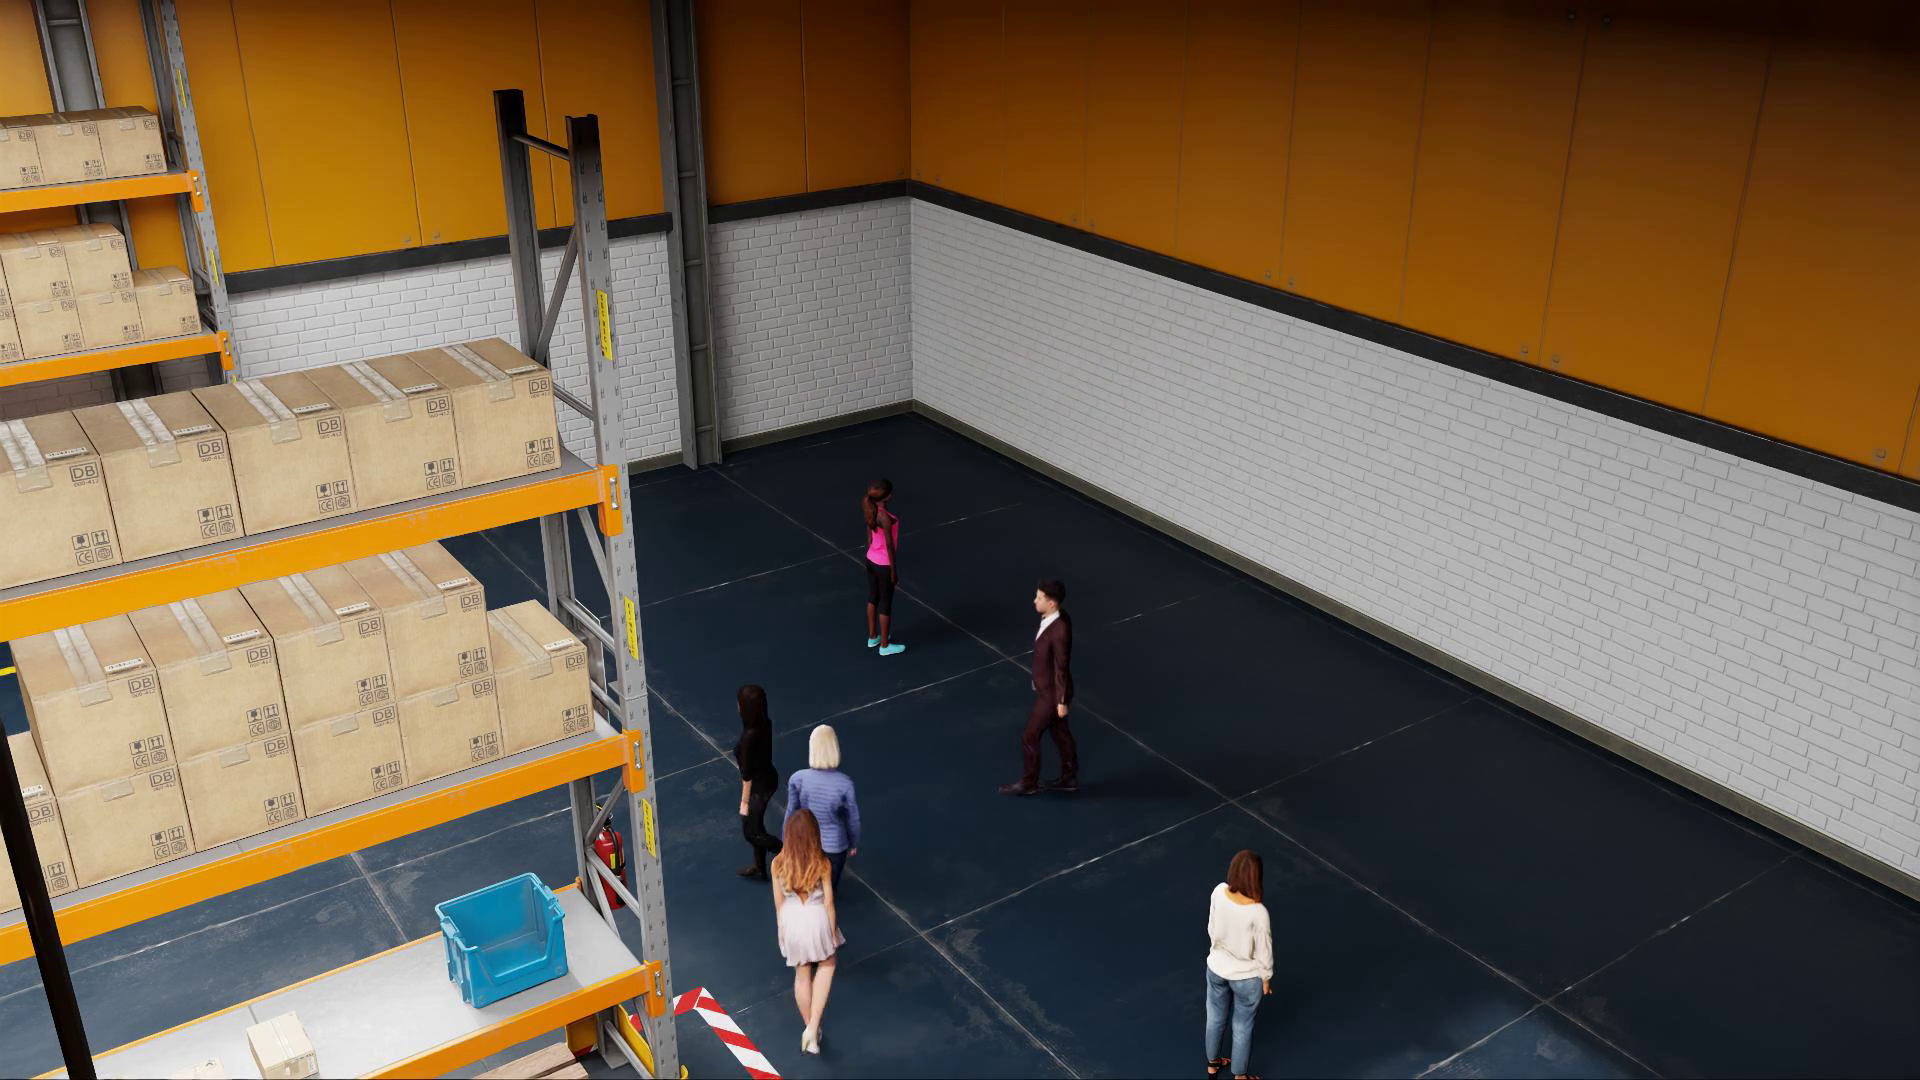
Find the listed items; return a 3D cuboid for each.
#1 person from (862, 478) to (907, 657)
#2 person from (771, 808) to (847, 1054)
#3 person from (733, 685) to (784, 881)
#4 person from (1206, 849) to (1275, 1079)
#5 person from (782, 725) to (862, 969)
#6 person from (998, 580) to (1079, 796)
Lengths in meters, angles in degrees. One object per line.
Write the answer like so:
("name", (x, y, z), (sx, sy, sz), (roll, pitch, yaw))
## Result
("person", (-0.739, 0.230, 15.433), (0.563, 1.726, 0.558), (-13, 27, -28))
("person", (-0.956, 2.486, 10.231), (0.812, 1.759, 0.865), (3, 24, 7))
("person", (-1.377, 1.807, 11.953), (0.943, 1.624, 0.897), (6, 24, 13))
("person", (1.672, 2.604, 10.059), (0.561, 1.679, 0.628), (-19, 30, -37))
("person", (-0.948, 2.112, 11.153), (0.930, 1.705, 0.989), (3, 24, 6))
("person", (0.820, 1.180, 13.114), (1.042, 1.843, 0.963), (1, 24, 3))
